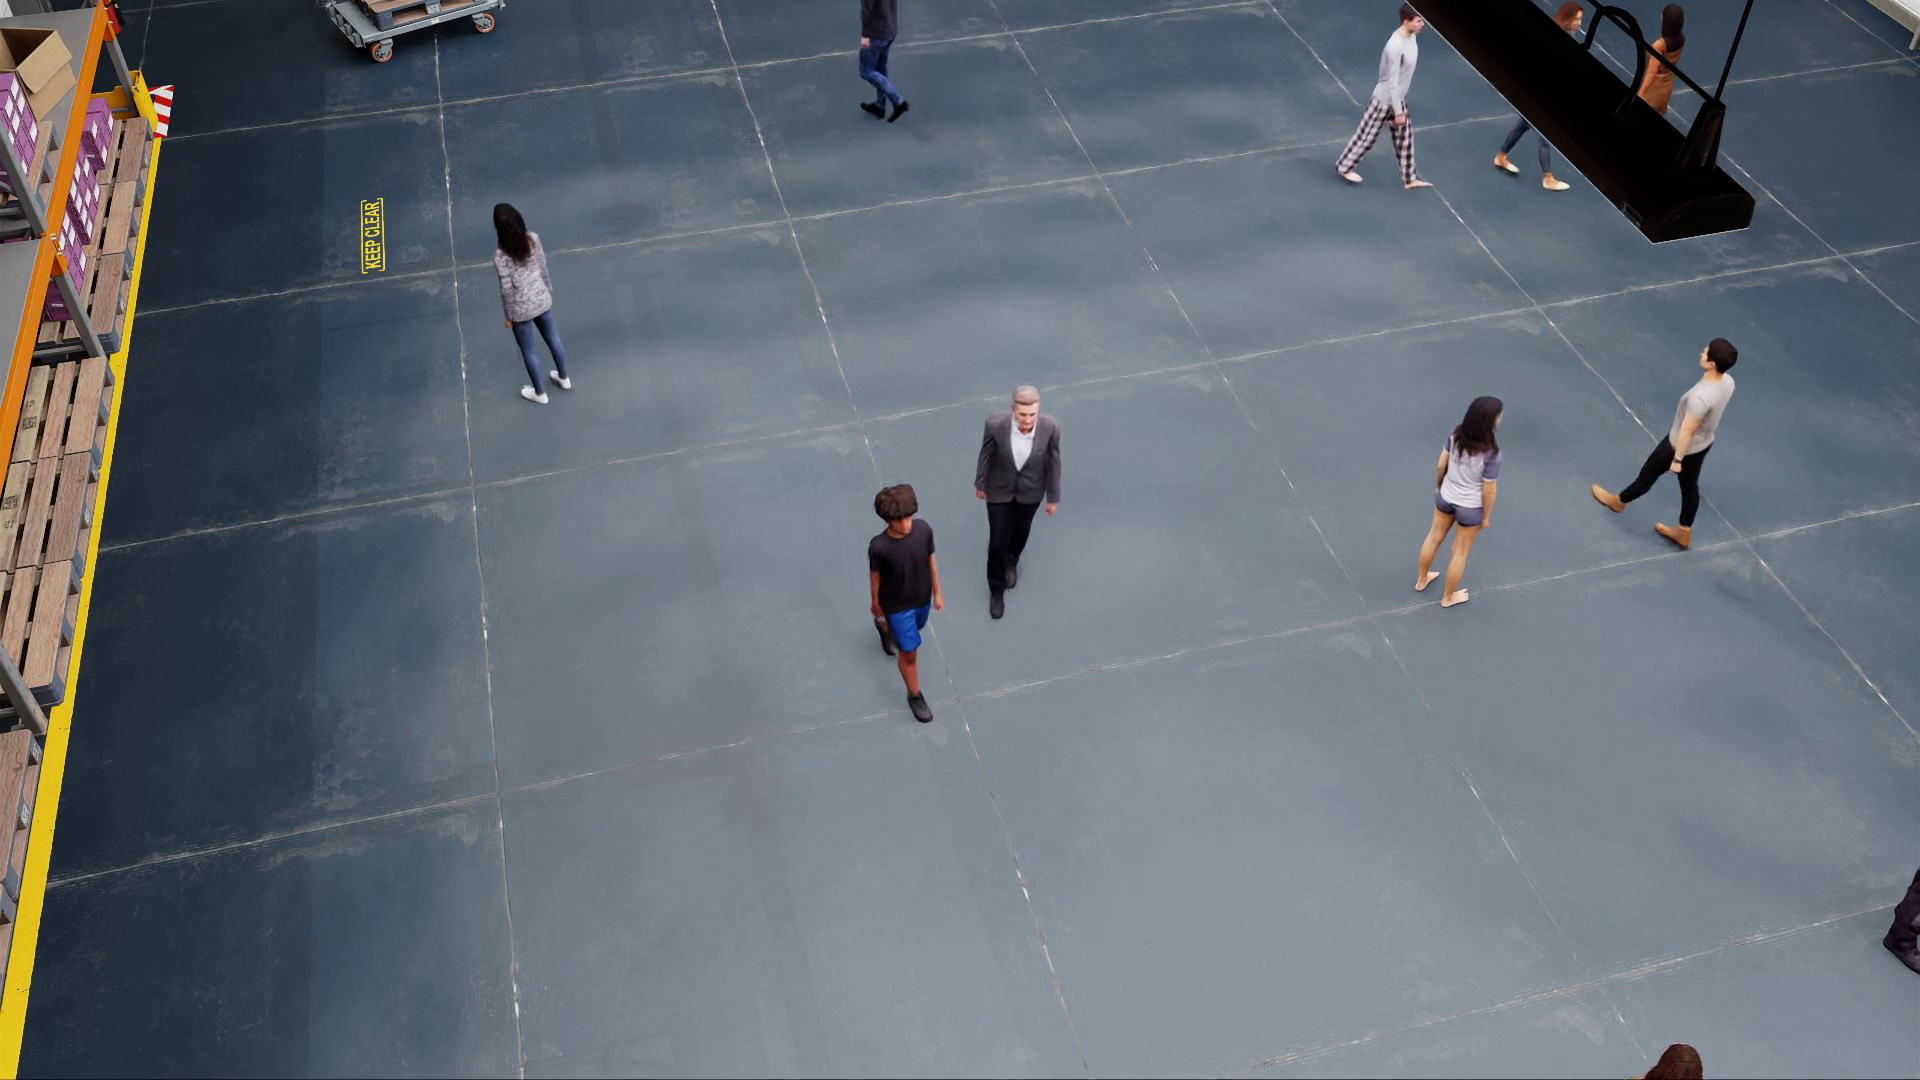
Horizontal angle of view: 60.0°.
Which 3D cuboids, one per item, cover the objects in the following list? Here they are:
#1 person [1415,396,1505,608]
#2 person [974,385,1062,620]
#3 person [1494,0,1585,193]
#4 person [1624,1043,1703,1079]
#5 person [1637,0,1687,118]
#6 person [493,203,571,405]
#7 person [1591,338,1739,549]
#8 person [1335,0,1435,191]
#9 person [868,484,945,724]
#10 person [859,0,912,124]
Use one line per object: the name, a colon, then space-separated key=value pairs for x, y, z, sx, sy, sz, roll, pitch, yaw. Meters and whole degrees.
person: x=3.377 y=-0.264 z=11.190 sx=0.714 sy=1.733 sz=0.576 roll=-30 pitch=51 yaw=-27
person: x=0.376 y=-0.398 z=11.273 sx=0.804 sy=1.812 sz=0.907 roll=-2 pitch=44 yaw=-2
person: x=5.257 y=-4.112 z=15.217 sx=1.131 sy=1.748 sz=0.951 roll=33 pitch=52 yaw=30
person: x=3.277 y=2.951 z=8.015 sx=0.758 sy=1.457 sz=0.866 roll=4 pitch=44 yaw=4
person: x=6.365 y=-4.108 z=15.258 sx=0.628 sy=1.686 sz=0.633 roll=-30 pitch=51 yaw=-28
person: x=-3.339 y=-1.829 z=12.832 sx=0.718 sy=1.732 sz=0.696 roll=29 pitch=51 yaw=27
person: x=5.146 y=-0.633 z=11.606 sx=0.876 sy=1.692 sz=1.108 roll=-28 pitch=50 yaw=-26
person: x=3.797 y=-4.007 z=15.067 sx=1.219 sy=1.803 sz=1.105 roll=26 pitch=49 yaw=25
person: x=-0.381 y=0.295 z=10.571 sx=0.805 sy=1.776 sz=1.161 roll=-22 pitch=48 yaw=-21
person: x=-0.714 y=-4.849 z=15.898 sx=1.033 sy=1.876 sz=0.971 roll=22 pitch=48 yaw=22
